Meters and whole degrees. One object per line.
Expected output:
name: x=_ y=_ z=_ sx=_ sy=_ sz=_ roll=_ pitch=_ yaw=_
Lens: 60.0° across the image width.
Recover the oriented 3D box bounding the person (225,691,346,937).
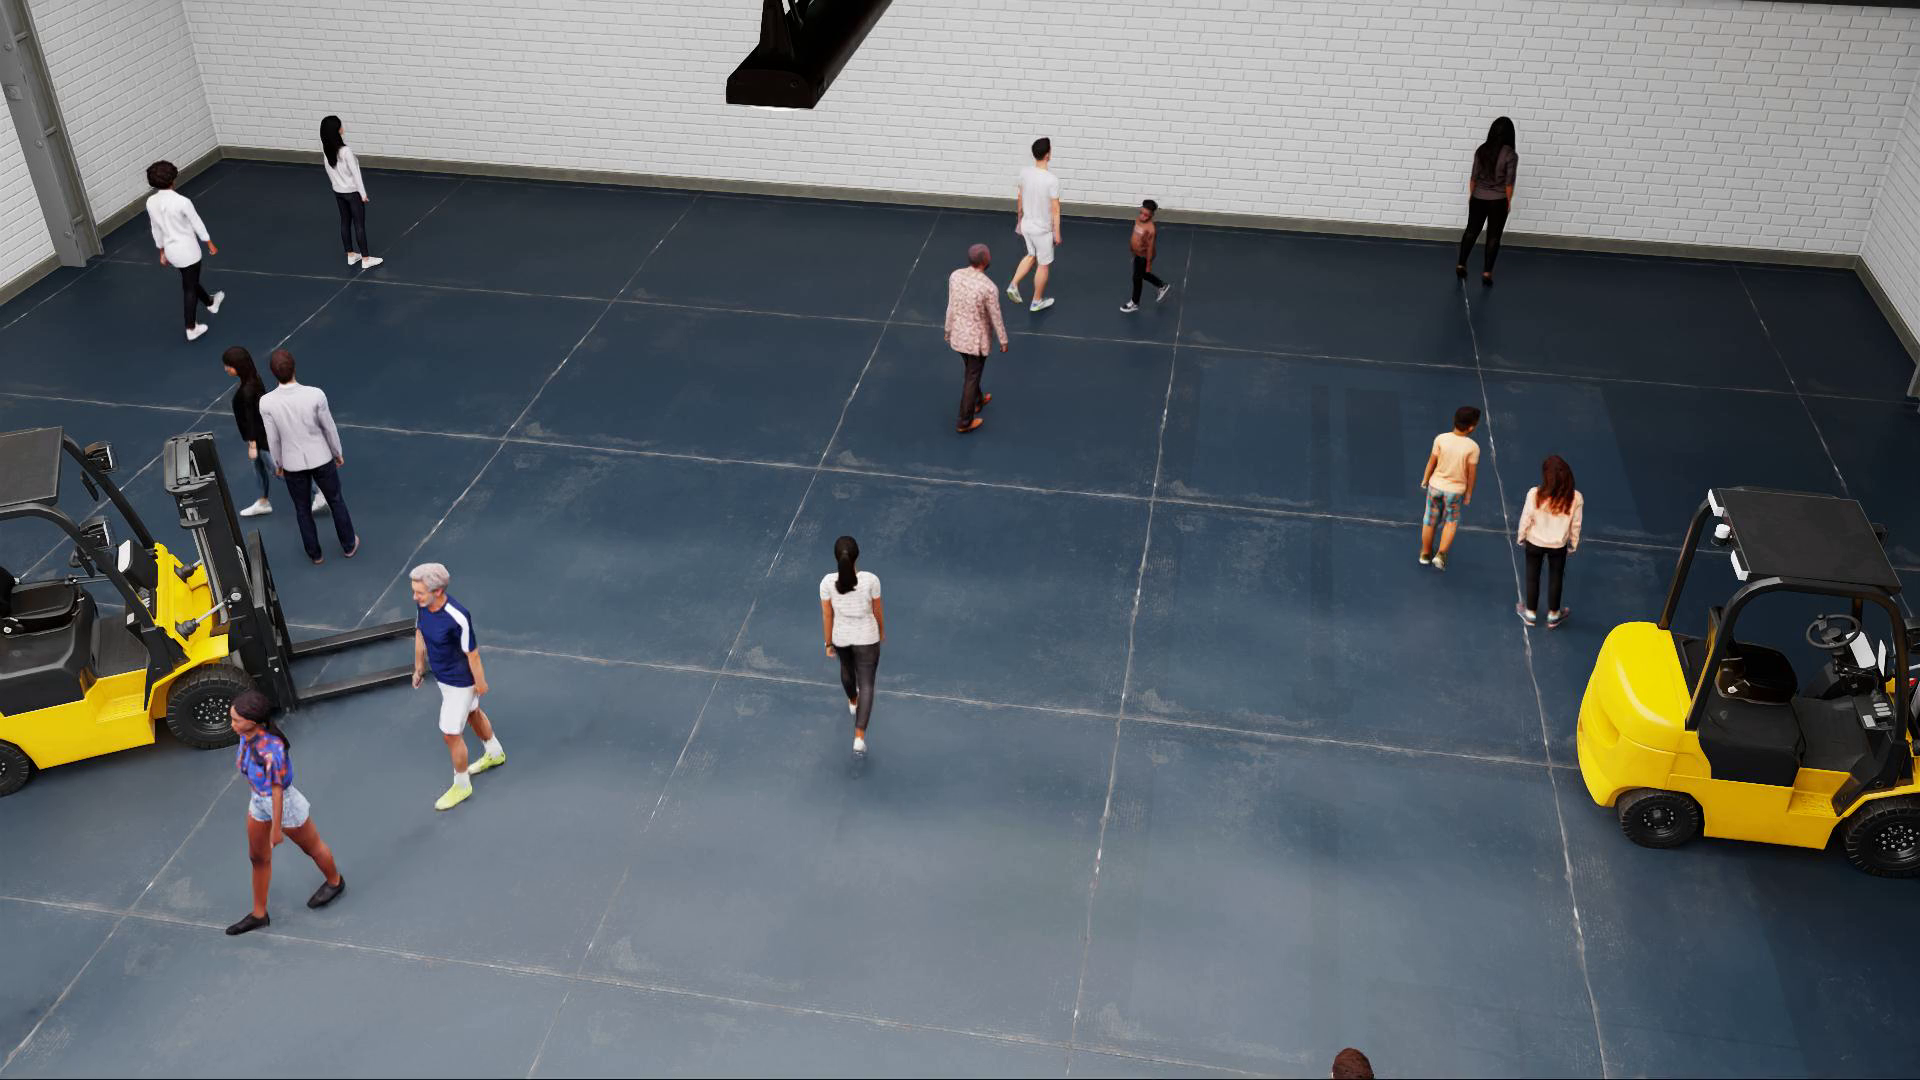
person: x=-4.017 y=1.574 z=10.032 sx=0.911 sy=1.716 sz=1.076 roll=25 pitch=41 yaw=33

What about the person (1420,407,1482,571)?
person: x=3.860 y=-0.373 z=13.200 sx=0.646 sy=1.450 sz=0.758 roll=11 pitch=35 yaw=16

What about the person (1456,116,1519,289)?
person: x=5.634 y=-3.588 z=17.689 sx=0.749 sy=1.836 sz=0.771 roll=25 pitch=41 yaw=33

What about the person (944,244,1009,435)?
person: x=0.055 y=-1.786 z=15.025 sx=0.987 sy=1.783 sz=1.081 roll=26 pitch=42 yaw=33

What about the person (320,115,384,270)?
person: x=-6.689 y=-3.808 z=18.142 sx=0.691 sy=1.700 sz=0.670 roll=17 pitch=37 yaw=24

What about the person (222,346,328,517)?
person: x=-5.714 y=-0.882 z=13.815 sx=0.938 sy=1.617 sz=1.035 roll=-8 pitch=35 yaw=-12

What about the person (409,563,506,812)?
person: x=-3.272 y=0.857 z=11.024 sx=0.898 sy=1.812 sz=1.001 roll=29 pitch=43 yaw=36

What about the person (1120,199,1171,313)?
person: x=1.966 y=-2.968 z=17.297 sx=0.818 sy=1.238 sz=0.832 roll=-10 pitch=35 yaw=-14

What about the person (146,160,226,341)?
person: x=-7.825 y=-2.858 z=16.650 sx=0.646 sy=1.769 sz=1.045 roll=7 pitch=34 yaw=10

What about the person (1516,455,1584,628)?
person: x=4.477 y=0.016 z=12.599 sx=0.674 sy=1.467 sz=0.492 roll=14 pitch=36 yaw=20

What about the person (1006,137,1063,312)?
person: x=0.737 y=-3.194 z=17.094 sx=0.965 sy=1.838 sz=0.898 roll=-26 pitch=41 yaw=-33

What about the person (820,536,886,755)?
person: x=-0.721 y=0.728 z=11.397 sx=0.616 sy=1.612 sz=1.075 roll=3 pitch=34 yaw=5

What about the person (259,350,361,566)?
person: x=-5.212 y=-0.653 z=13.262 sx=0.762 sy=1.848 sz=0.753 roll=-12 pitch=35 yaw=-17
